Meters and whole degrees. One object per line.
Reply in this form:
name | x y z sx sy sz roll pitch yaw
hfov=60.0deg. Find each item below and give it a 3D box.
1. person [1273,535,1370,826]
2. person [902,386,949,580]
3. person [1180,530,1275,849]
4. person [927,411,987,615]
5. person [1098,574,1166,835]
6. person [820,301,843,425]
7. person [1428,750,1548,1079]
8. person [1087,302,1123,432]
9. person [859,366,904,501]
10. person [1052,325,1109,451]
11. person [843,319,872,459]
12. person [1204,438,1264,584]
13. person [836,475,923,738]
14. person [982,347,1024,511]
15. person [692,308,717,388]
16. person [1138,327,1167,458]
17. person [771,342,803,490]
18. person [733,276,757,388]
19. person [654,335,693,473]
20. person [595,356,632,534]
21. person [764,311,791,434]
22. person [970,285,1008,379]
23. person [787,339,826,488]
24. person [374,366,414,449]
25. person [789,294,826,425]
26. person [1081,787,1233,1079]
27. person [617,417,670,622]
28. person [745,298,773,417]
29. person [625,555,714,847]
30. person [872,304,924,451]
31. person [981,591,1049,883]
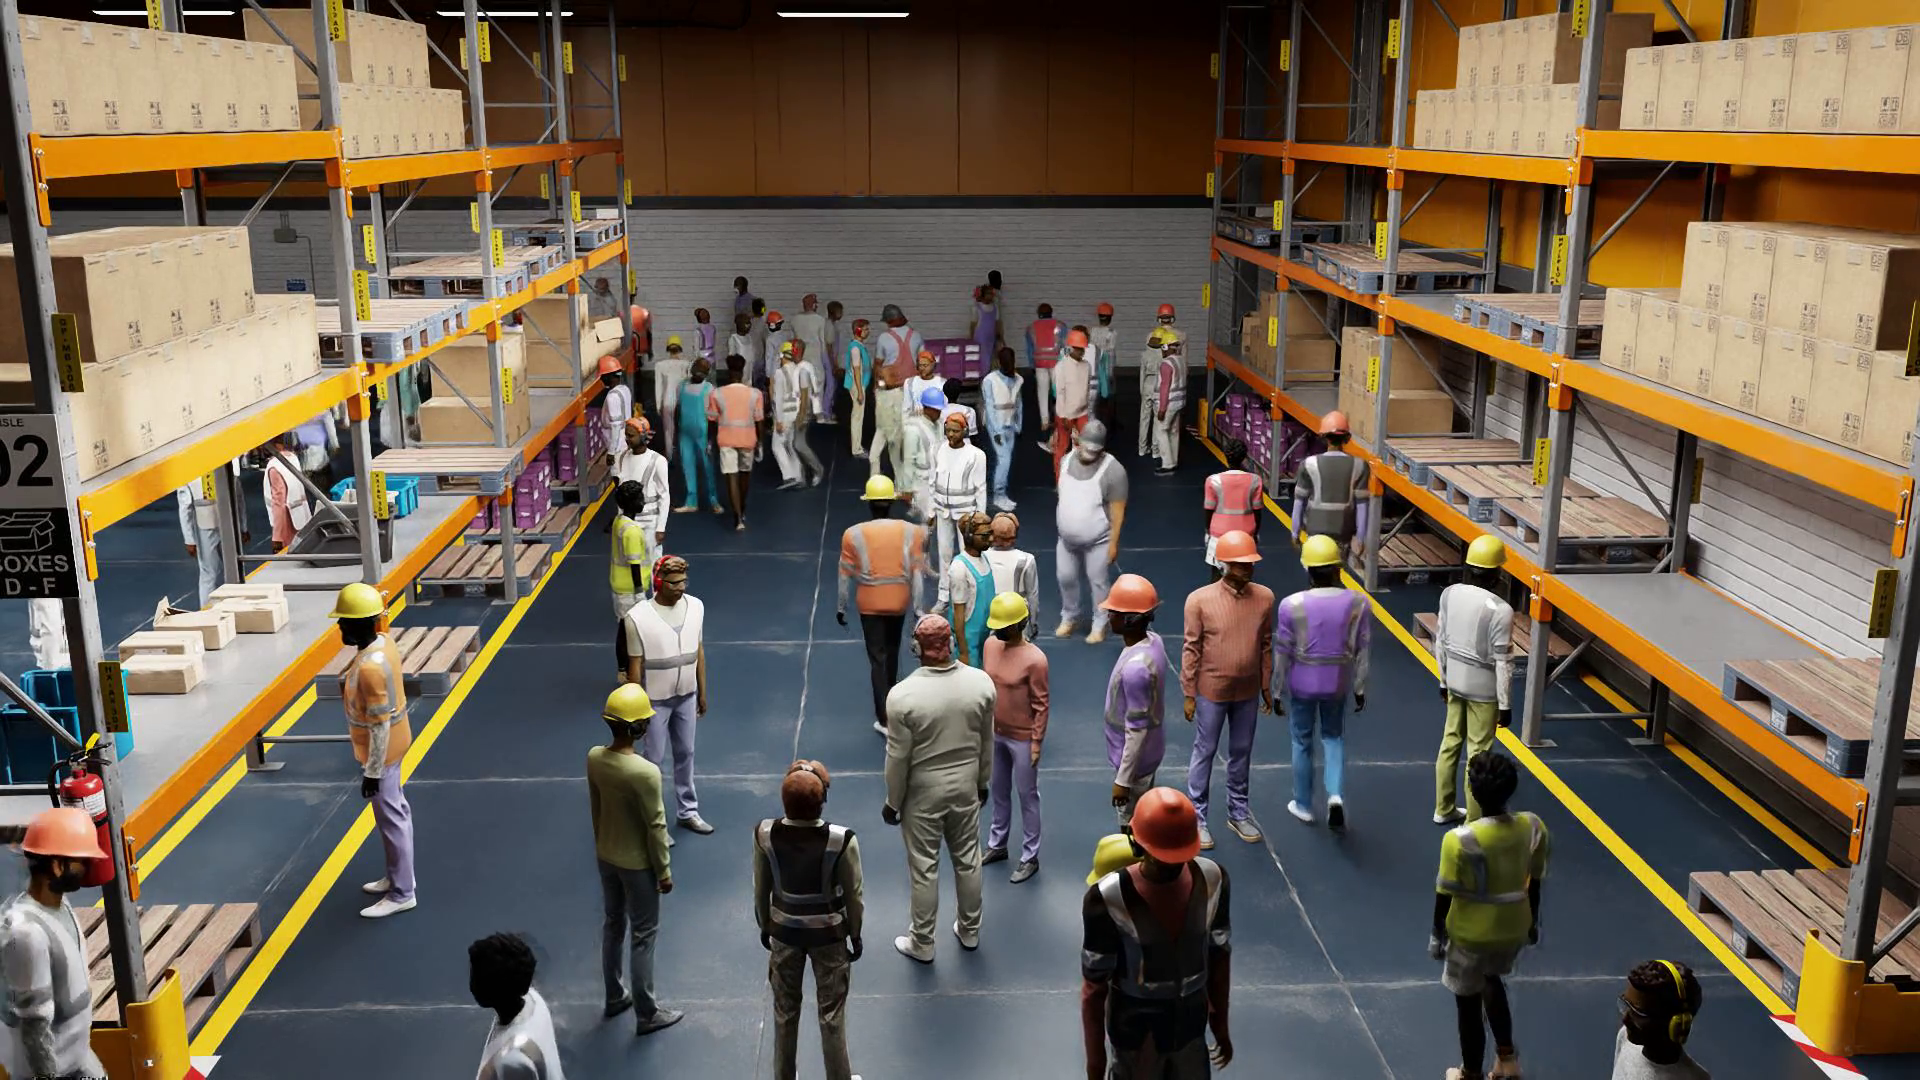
person | 2.253 0.903 10.432 0.609 1.905 0.504 -1 14 -6
person | -0.289 -0.534 16.056 0.474 1.923 0.599 7 16 26
person | 1.651 0.909 10.233 0.622 1.996 0.370 -5 15 -18
person | -0.032 -0.225 14.944 0.581 1.879 0.365 8 16 28
person | 0.926 1.178 9.088 0.377 2.045 0.605 3 15 12
person | -1.881 -2.596 24.388 0.365 1.814 0.713 -1 14 -4
person | 2.364 1.752 7.530 0.559 1.684 0.363 -5 15 -19
person | 1.974 -2.400 23.480 0.546 1.891 1.018 10 17 35
person | -0.898 -1.232 19.396 0.676 1.603 0.517 -13 19 -42
person | 1.556 -1.870 21.531 0.730 1.807 0.590 -3 15 -11
person | -1.343 -1.997 21.945 0.390 1.848 0.564 -1 14 -4
person | 2.399 -0.055 14.632 0.532 1.691 0.318 0 14 0
person | -0.604 0.444 12.277 0.611 1.881 0.940 -4 15 -16
person | 0.512 -1.275 19.035 0.614 1.884 0.582 -13 19 -42
person | -3.827 -2.657 24.950 0.308 1.640 0.511 8 16 28
person | 2.603 -1.954 22.016 0.489 1.729 0.323 11 18 36
person | -2.049 -1.507 20.140 0.469 1.789 0.652 9 17 32
person | -3.474 -3.309 26.938 0.364 1.931 0.634 -6 15 -22
person | -3.620 -1.750 21.226 0.545 1.719 0.891 -3 15 -13
person | -3.724 -1.031 17.989 0.366 1.931 0.542 0 14 2
person | -2.616 -2.377 23.648 0.344 1.743 0.556 6 16 24
person | 0.483 -3.161 26.587 0.534 1.813 0.853 -11 18 -37
person | -1.900 -1.517 20.127 0.526 1.816 0.653 -4 15 -15
person | -6.836 -1.590 20.215 0.465 1.916 0.652 -13 19 -42
person | -2.168 -2.649 24.384 0.636 1.911 0.404 7 16 24
person | 0.764 1.883 6.364 0.618 2.028 0.410 -5 15 -19
person | -2.799 -0.154 14.639 0.573 1.883 0.353 10 17 34
person | -3.018 -2.672 24.651 0.522 1.834 0.965 7 16 25
person | -1.809 0.976 10.300 0.395 1.836 0.563 13 19 42
person | -0.895 -2.202 22.364 0.708 2.000 0.717 -7 16 -27
person | 0.291 1.145 9.791 0.323 1.761 0.523 -14 20 -43
